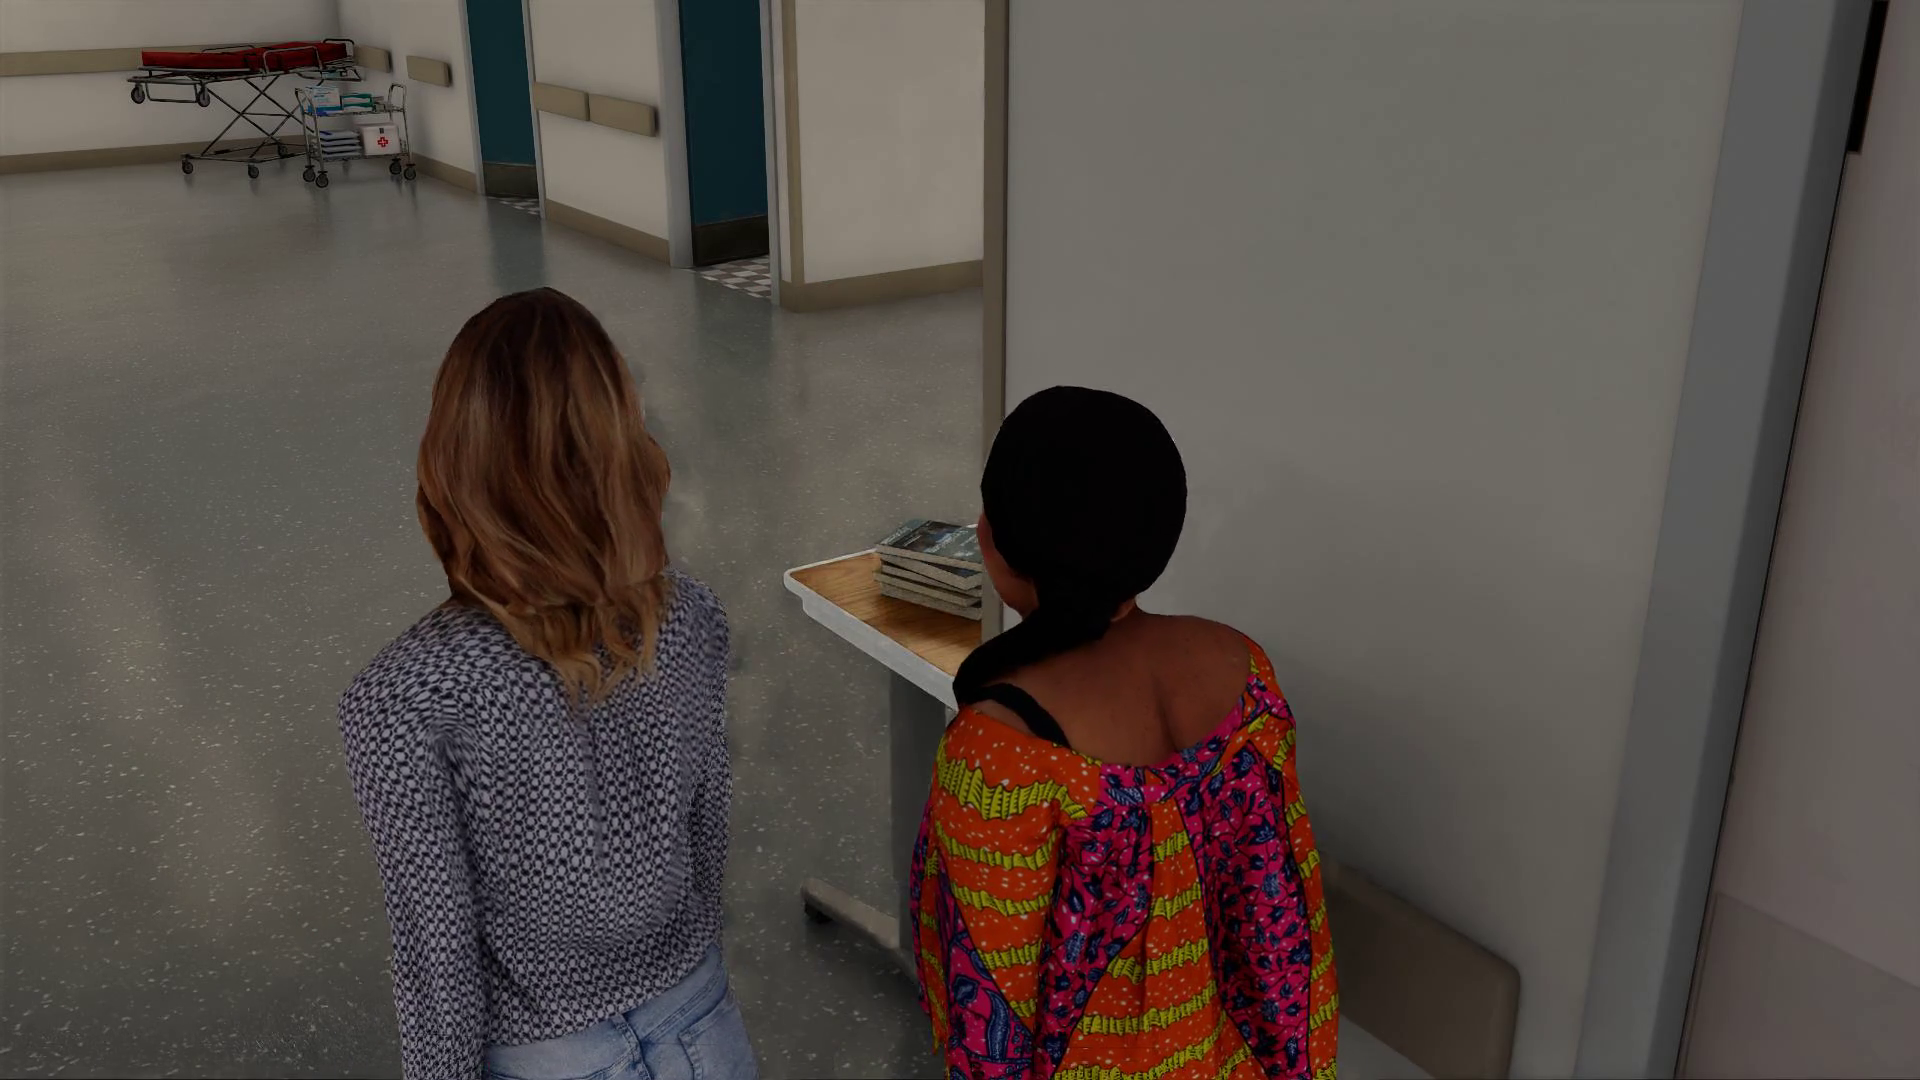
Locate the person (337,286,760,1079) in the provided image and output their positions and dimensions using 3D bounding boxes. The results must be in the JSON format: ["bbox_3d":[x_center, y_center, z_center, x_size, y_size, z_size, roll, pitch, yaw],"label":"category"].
[{"bbox_3d":[-0.334,0.662,1.804,0.697,1.734,1.239,-18,27,-39],"label":"person"}]

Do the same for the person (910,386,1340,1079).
[{"bbox_3d":[0.195,0.647,1.937,0.639,1.653,0.689,-15,25,-34],"label":"person"}]
